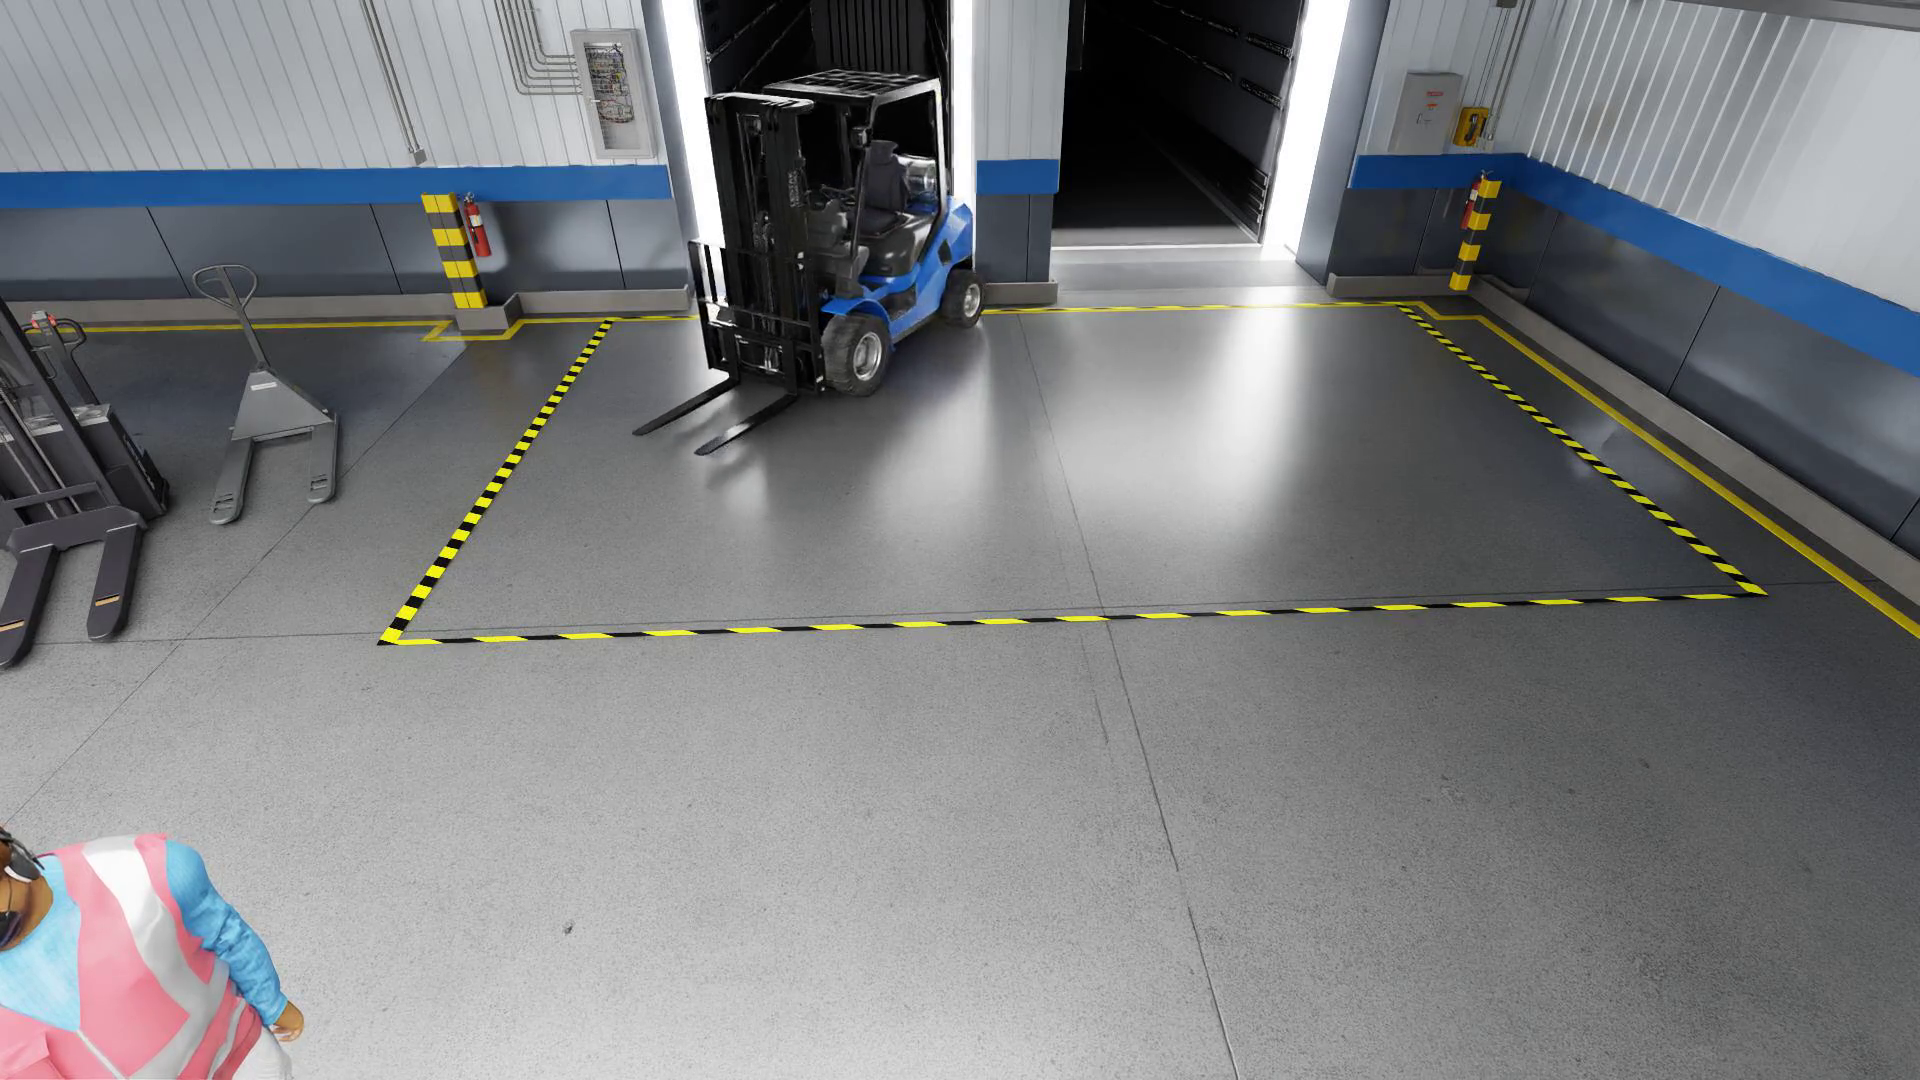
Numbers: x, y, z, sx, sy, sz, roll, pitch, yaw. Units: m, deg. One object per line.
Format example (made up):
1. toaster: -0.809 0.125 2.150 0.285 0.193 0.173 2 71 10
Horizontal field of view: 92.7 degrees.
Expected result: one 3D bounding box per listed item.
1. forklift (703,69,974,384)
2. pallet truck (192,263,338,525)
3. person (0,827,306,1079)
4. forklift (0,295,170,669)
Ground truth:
1. forklift: -0.887 -2.694 7.545 1.157 2.036 2.680 18 39 24
2. pallet truck: -4.778 -1.027 6.128 0.680 1.201 1.601 -17 38 -23
3. person: -1.964 1.315 2.237 0.429 1.844 0.624 24 42 31
4. forklift: -5.212 -0.618 4.878 0.823 1.965 1.885 -20 39 -26
